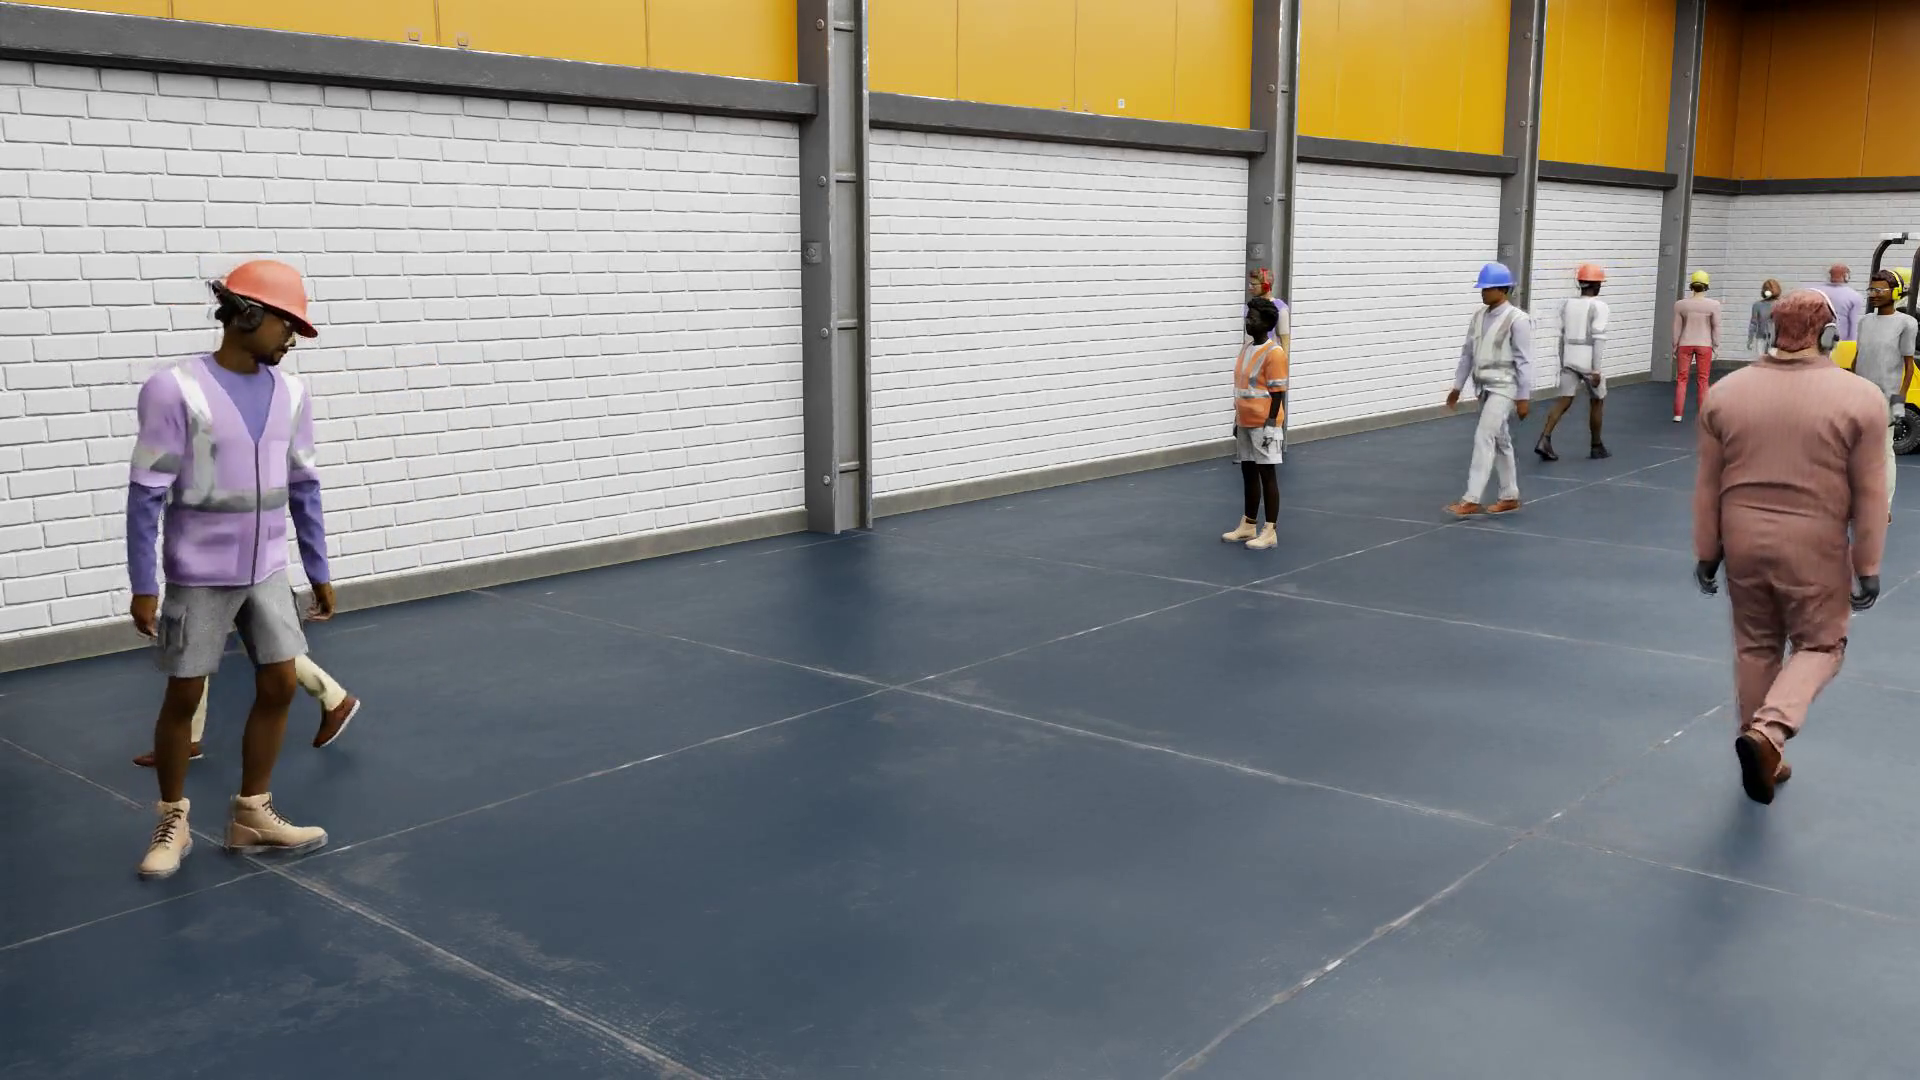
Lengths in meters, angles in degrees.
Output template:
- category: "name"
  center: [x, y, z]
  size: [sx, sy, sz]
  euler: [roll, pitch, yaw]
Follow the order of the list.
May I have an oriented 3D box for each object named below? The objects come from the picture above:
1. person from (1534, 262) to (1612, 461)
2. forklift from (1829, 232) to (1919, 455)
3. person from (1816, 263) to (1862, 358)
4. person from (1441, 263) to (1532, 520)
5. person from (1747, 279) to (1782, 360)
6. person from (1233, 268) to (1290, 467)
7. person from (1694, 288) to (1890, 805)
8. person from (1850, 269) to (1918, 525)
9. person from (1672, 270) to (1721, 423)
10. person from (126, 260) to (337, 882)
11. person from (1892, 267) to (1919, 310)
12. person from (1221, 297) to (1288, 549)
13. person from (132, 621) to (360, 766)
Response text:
- category: "person"
  center: [5.886, -1.693, 15.855]
  size: [0.962, 1.903, 0.555]
  euler: [-6, 12, -30]
- category: "forklift"
  center: [9.955, -1.972, 16.595]
  size: [2.313, 2.155, 1.214]
  euler: [1, 10, 8]
- category: "person"
  center: [10.222, -2.308, 19.501]
  size: [0.635, 1.855, 1.013]
  euler: [9, 14, 43]
- category: "person"
  center: [3.911, -1.105, 12.478]
  size: [0.892, 1.911, 0.635]
  euler: [-3, 10, -14]
- category: "person"
  center: [10.708, -2.645, 22.062]
  size: [0.353, 1.617, 0.520]
  euler: [-8, 13, -40]
- category: "person"
  center: [2.829, -1.587, 15.414]
  size: [0.384, 1.838, 0.565]
  euler: [-5, 11, -28]
- category: "person"
  center: [2.969, 0.037, 6.019]
  size: [0.657, 1.885, 0.657]
  euler: [-9, 14, -42]
- category: "person"
  center: [6.688, -1.031, 12.162]
  size: [0.328, 1.872, 0.513]
  euler: [-4, 11, -22]
- category: "person"
  center: [8.528, -2.232, 19.289]
  size: [0.527, 1.772, 0.305]
  euler: [6, 12, 31]
- category: "person"
  center: [-2.409, 0.095, 5.436]
  size: [0.523, 1.989, 0.695]
  euler: [6, 12, 32]
- category: "person"
  center: [10.049, -2.006, 17.850]
  size: [0.404, 1.823, 0.612]
  euler: [3, 11, 19]
- category: "person"
  center: [2.013, -0.792, 11.283]
  size: [0.318, 1.700, 0.535]
  euler: [-4, 11, -20]
- category: "person"
  center: [-2.854, 0.083, 6.586]
  size: [0.796, 1.601, 0.501]
  euler: [-8, 12, -37]
